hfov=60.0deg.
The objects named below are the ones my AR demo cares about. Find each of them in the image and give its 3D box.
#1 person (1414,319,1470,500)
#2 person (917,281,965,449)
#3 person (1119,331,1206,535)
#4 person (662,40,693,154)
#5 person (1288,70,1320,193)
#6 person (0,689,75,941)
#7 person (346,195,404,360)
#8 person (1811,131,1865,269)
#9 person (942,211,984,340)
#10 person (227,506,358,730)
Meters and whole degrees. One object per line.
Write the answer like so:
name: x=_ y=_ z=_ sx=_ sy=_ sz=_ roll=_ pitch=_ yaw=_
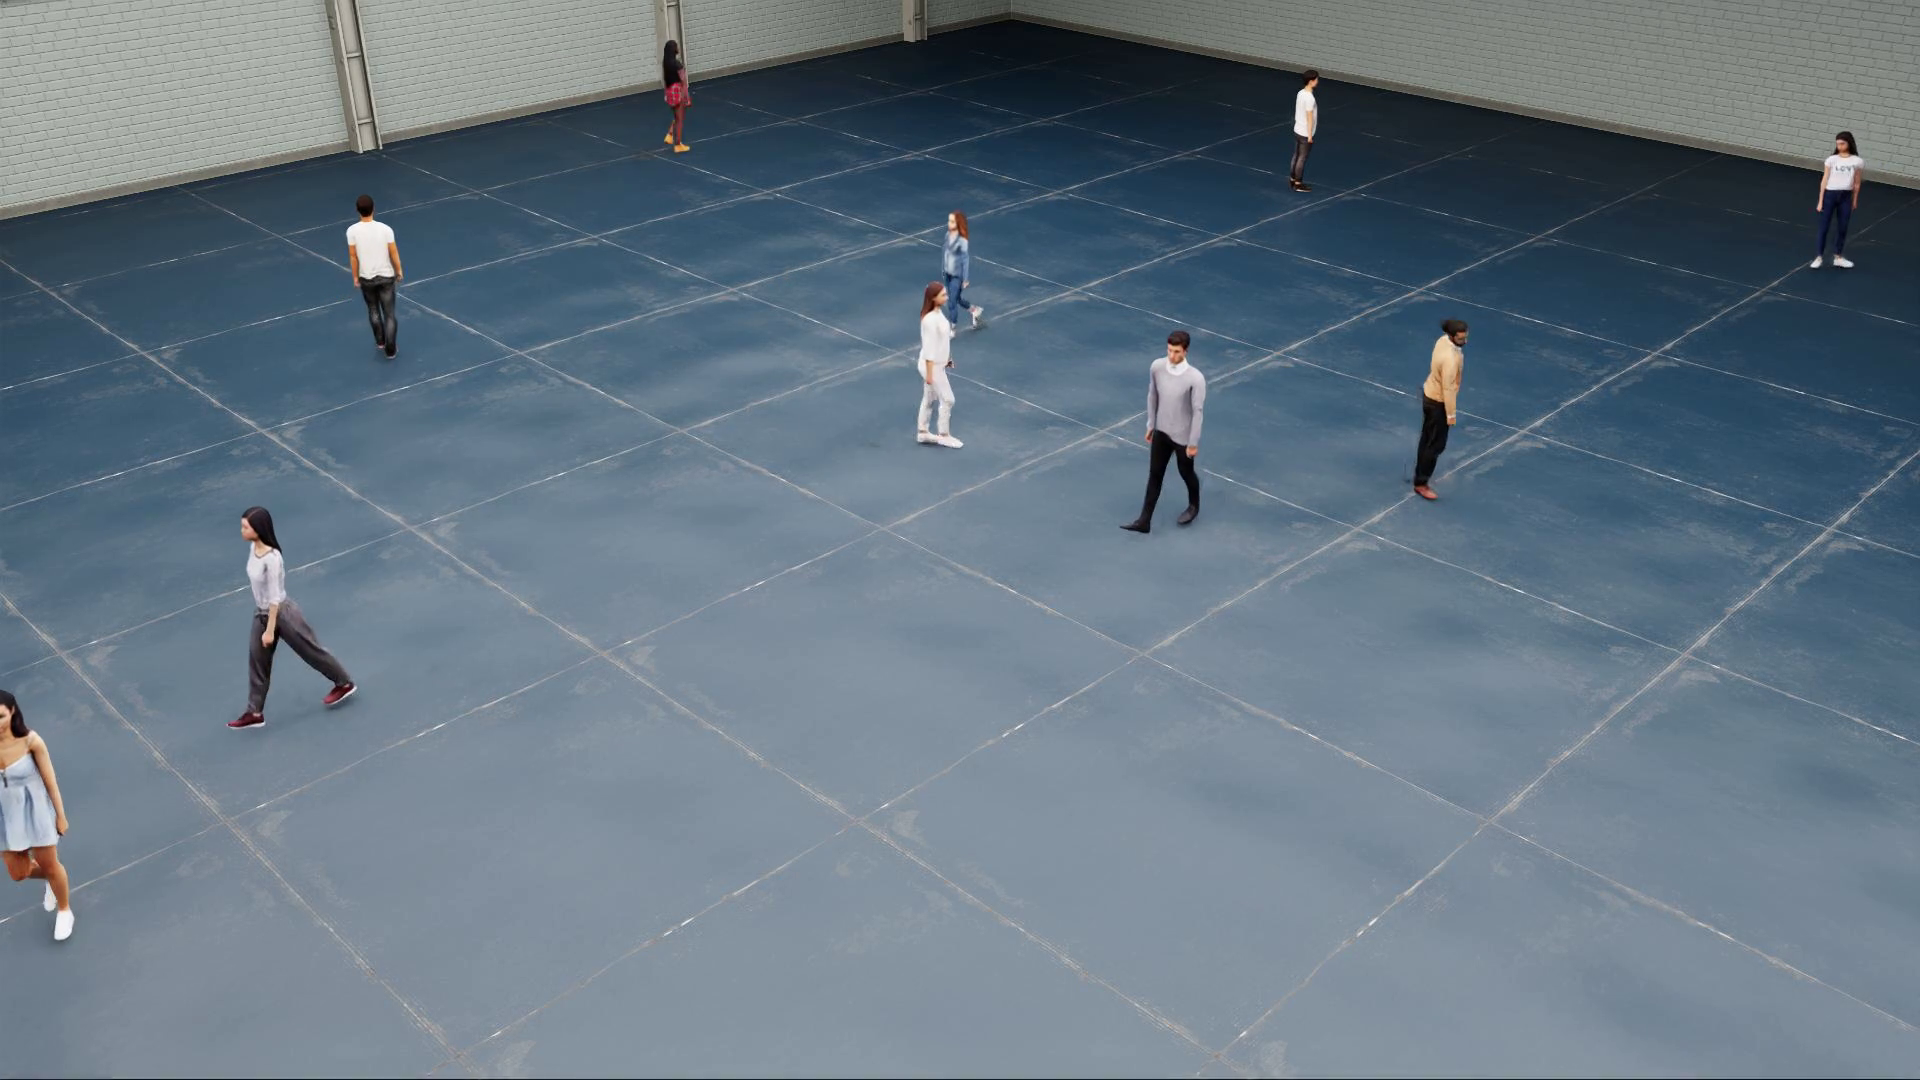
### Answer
person: x=4.374 y=-1.277 z=15.271 sx=0.946 sy=1.720 sz=0.825 roll=-4 pitch=28 yaw=-7
person: x=-0.324 y=-1.698 z=16.110 sx=0.854 sy=1.674 sz=0.795 roll=0 pitch=28 yaw=1
person: x=1.947 y=-0.955 z=14.515 sx=0.774 sy=1.861 sz=1.179 roll=25 pitch=37 yaw=38
person: x=-4.452 y=-6.830 z=25.704 sx=0.693 sy=1.713 sz=0.626 roll=-22 pitch=35 yaw=-35
person: x=4.960 y=-5.915 z=23.978 sx=0.730 sy=1.721 sz=0.702 roll=-4 pitch=28 yaw=-7
person: x=-5.534 y=1.585 z=9.900 sx=0.786 sy=1.717 sz=0.839 roll=-6 pitch=29 yaw=-10
person: x=-6.365 y=-2.836 z=18.128 sx=0.927 sy=1.785 sz=0.949 roll=-7 pitch=29 yaw=-13
person: x=10.976 y=-4.228 z=20.780 sx=0.879 sy=1.749 sz=0.857 roll=0 pitch=28 yaw=0
person: x=0.011 y=-3.007 z=18.794 sx=0.945 sy=1.462 sz=0.683 roll=-17 pitch=33 yaw=-29
person: x=-4.762 y=0.542 z=11.893 sx=1.132 sy=1.683 sz=0.593 roll=-25 pitch=37 yaw=-38
